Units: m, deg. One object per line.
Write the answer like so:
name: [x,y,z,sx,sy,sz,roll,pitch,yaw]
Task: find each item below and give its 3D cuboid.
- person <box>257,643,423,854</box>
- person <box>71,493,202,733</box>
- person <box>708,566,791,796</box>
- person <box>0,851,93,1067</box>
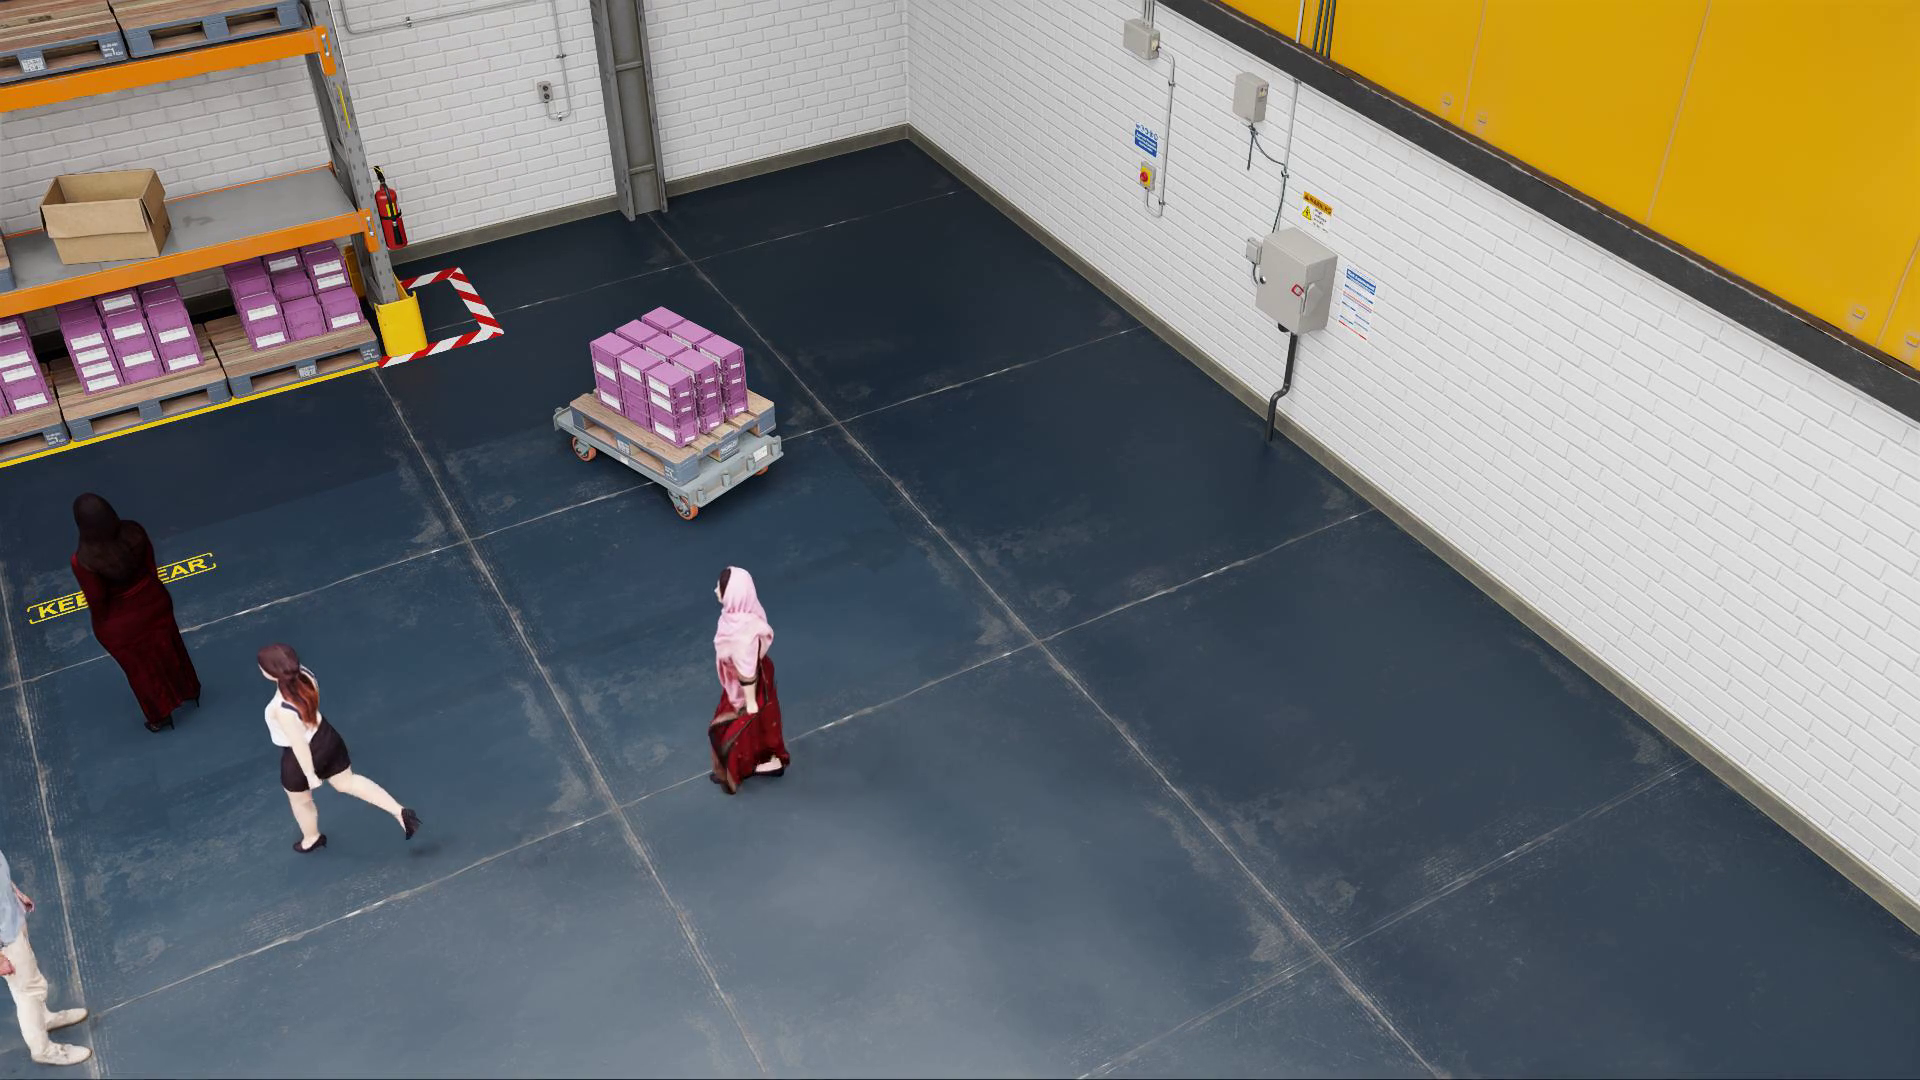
person: [-3.527,1.196,9.283,1.106,1.623,0.931,2,39,2]
person: [-5.027,0.435,10.129,0.824,1.758,0.735,15,41,18]
person: [-1.173,0.811,9.765,0.859,1.623,0.797,-1,39,-1]
person: [-4.803,1.905,8.213,0.591,1.851,0.684,-14,41,-17]
